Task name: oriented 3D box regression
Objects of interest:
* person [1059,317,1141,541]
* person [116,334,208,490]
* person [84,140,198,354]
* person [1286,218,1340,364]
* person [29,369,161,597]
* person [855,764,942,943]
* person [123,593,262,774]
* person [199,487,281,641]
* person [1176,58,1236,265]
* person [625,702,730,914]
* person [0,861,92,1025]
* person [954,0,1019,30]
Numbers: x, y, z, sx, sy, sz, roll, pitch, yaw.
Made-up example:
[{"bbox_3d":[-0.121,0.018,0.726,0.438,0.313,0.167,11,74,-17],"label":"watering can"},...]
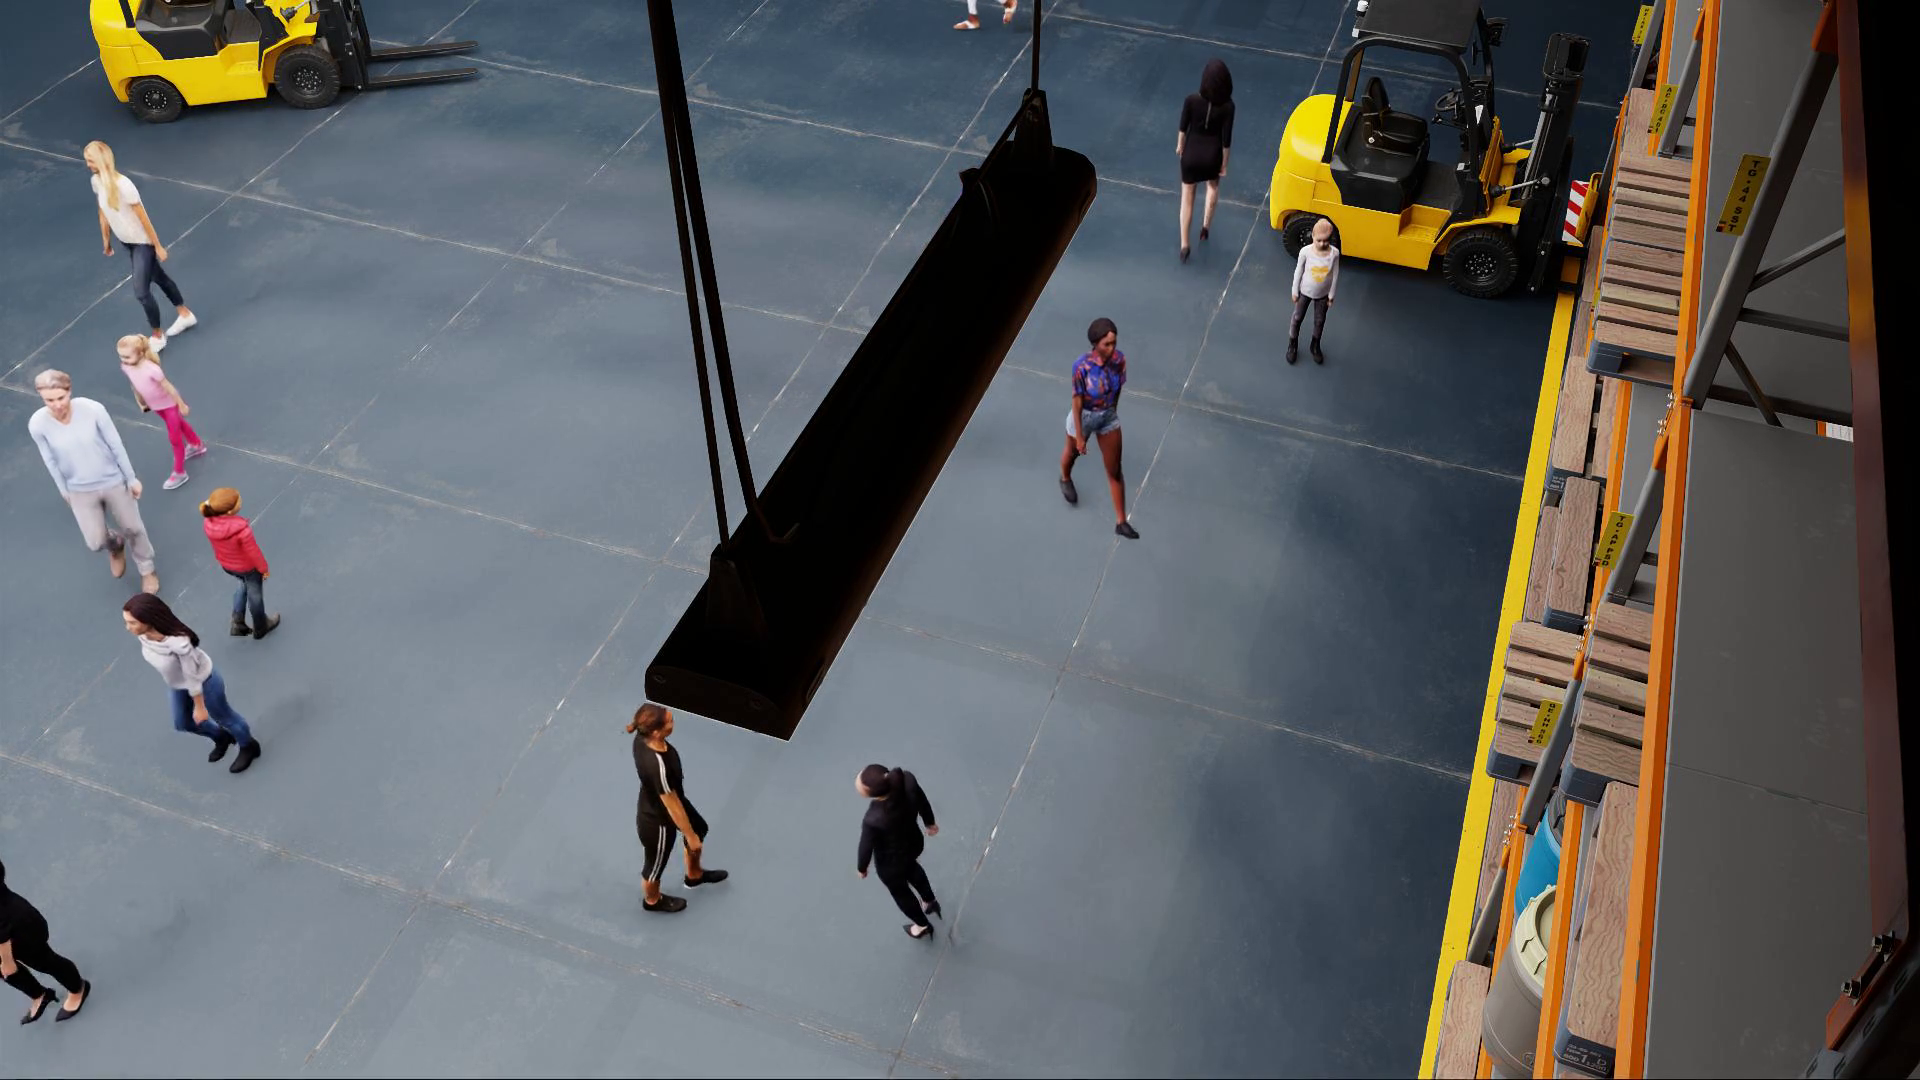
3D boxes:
[{"bbox_3d":[0.878,-0.864,11.665,1.093,1.697,1.175,-16,46,-16],"label":"person"},{"bbox_3d":[-5.807,-1.031,12.168,0.504,1.245,0.758,17,46,17],"label":"person"},{"bbox_3d":[-6.440,-2.388,13.195,0.767,1.794,0.914,26,49,24],"label":"person"},{"bbox_3d":[2.801,-1.981,13.141,0.541,1.277,0.557,2,44,2],"label":"person"},{"bbox_3d":[-5.737,-0.422,11.067,0.862,1.883,0.922,-17,46,-17],"label":"person"},{"bbox_3d":[-0.294,1.695,9.003,0.571,1.664,0.772,-32,52,-29],"label":"person"},{"bbox_3d":[-4.519,0.809,9.969,0.653,1.615,0.660,22,48,21],"label":"person"},{"bbox_3d":[-4.730,0.204,10.830,0.532,1.303,0.593,15,46,15],"label":"person"},{"bbox_3d":[2.020,-3.123,13.974,0.669,1.784,0.771,6,44,6],"label":"person"},{"bbox_3d":[-1.732,1.519,9.199,0.844,1.649,0.807,-3,44,-3],"label":"person"},{"bbox_3d":[-4.900,1.985,8.711,0.696,1.647,0.706,28,50,26],"label":"person"},{"bbox_3d":[0.250,-6.053,17.106,0.900,1.704,0.942,-4,44,-4],"label":"person"}]
